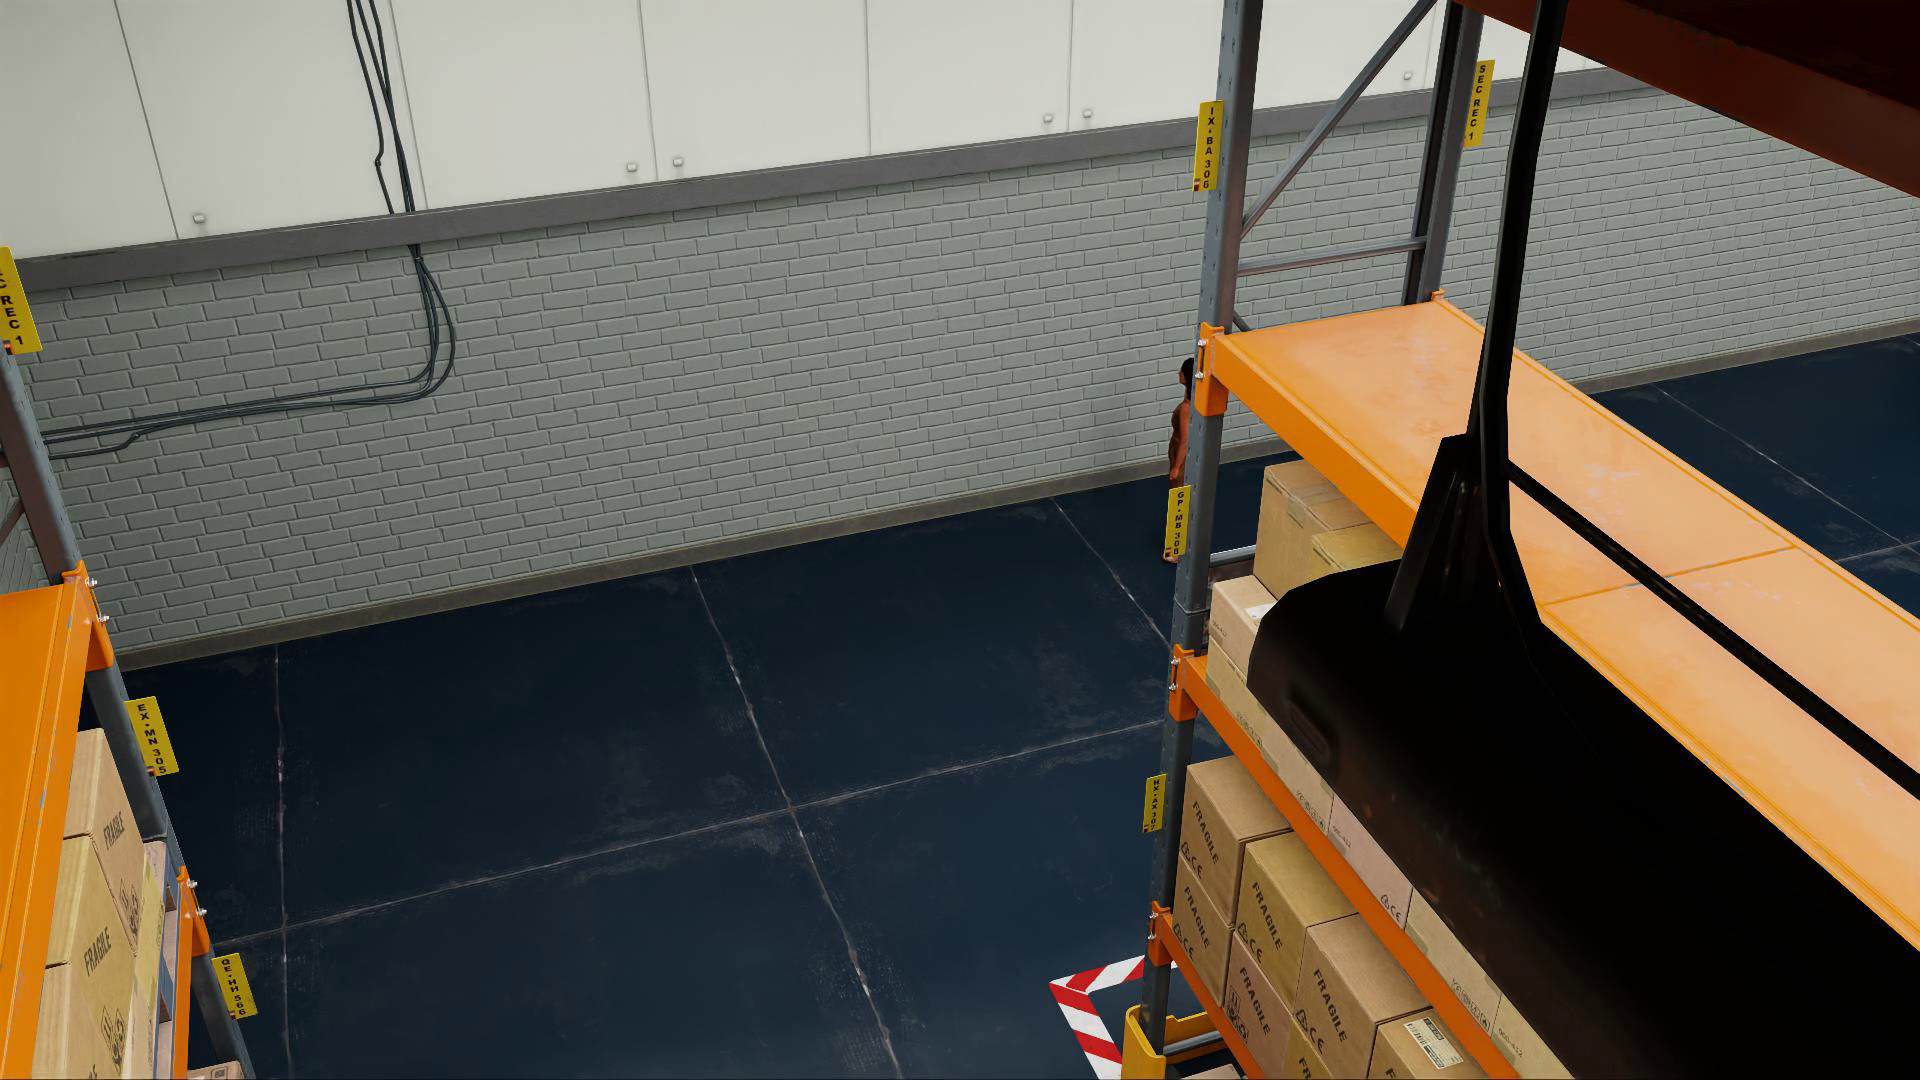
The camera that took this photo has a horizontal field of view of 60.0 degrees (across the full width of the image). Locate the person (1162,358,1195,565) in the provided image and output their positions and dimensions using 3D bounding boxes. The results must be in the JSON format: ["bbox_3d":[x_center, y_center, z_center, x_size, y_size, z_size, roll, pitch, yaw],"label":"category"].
[{"bbox_3d":[1.701,-0.597,12.431,0.700,1.690,0.632,12,34,19],"label":"person"}]
